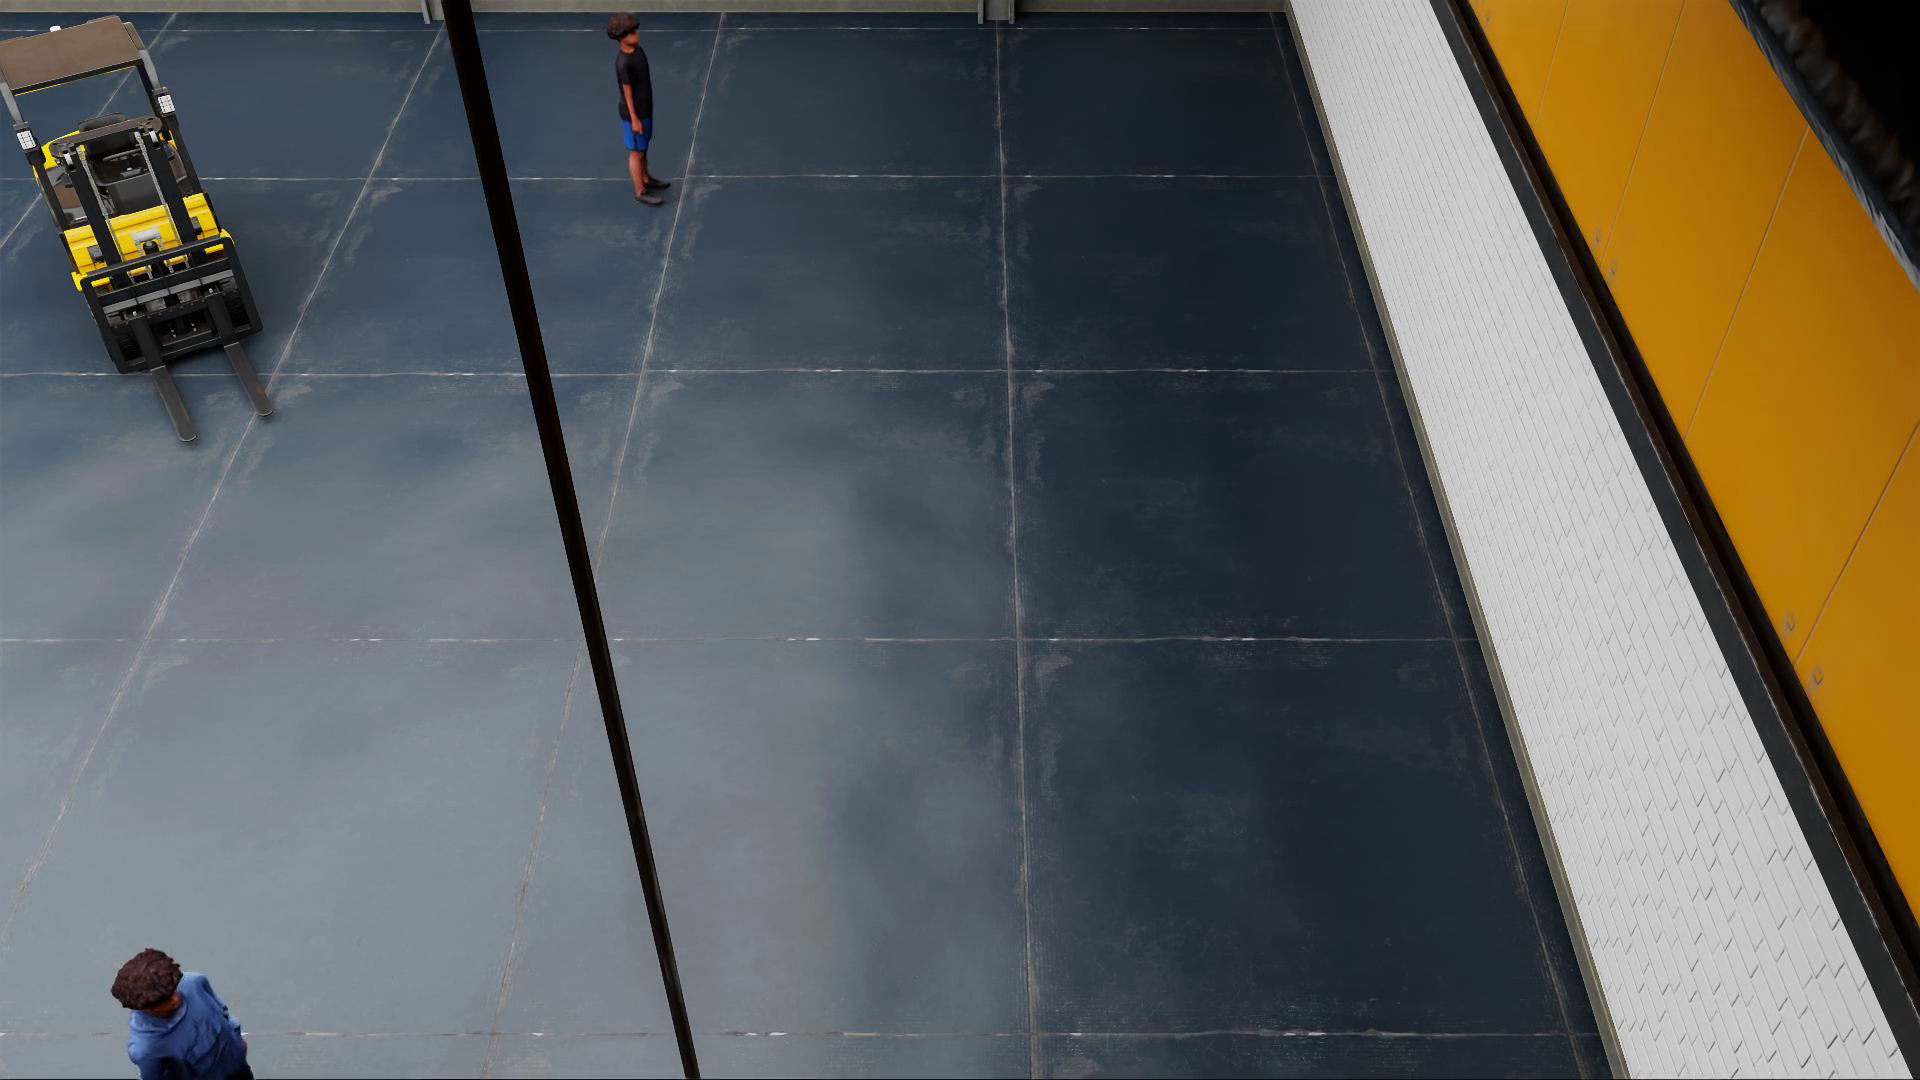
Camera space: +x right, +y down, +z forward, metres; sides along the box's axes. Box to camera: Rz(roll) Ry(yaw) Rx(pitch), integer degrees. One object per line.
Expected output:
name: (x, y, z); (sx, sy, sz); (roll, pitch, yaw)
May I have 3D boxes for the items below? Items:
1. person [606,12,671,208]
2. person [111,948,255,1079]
person: (-2.918, -3.878, 14.918); (0.612, 1.799, 0.631); (5, 44, 6)
person: (-3.780, 2.560, 8.170); (1.072, 1.786, 0.838); (11, 45, 11)
